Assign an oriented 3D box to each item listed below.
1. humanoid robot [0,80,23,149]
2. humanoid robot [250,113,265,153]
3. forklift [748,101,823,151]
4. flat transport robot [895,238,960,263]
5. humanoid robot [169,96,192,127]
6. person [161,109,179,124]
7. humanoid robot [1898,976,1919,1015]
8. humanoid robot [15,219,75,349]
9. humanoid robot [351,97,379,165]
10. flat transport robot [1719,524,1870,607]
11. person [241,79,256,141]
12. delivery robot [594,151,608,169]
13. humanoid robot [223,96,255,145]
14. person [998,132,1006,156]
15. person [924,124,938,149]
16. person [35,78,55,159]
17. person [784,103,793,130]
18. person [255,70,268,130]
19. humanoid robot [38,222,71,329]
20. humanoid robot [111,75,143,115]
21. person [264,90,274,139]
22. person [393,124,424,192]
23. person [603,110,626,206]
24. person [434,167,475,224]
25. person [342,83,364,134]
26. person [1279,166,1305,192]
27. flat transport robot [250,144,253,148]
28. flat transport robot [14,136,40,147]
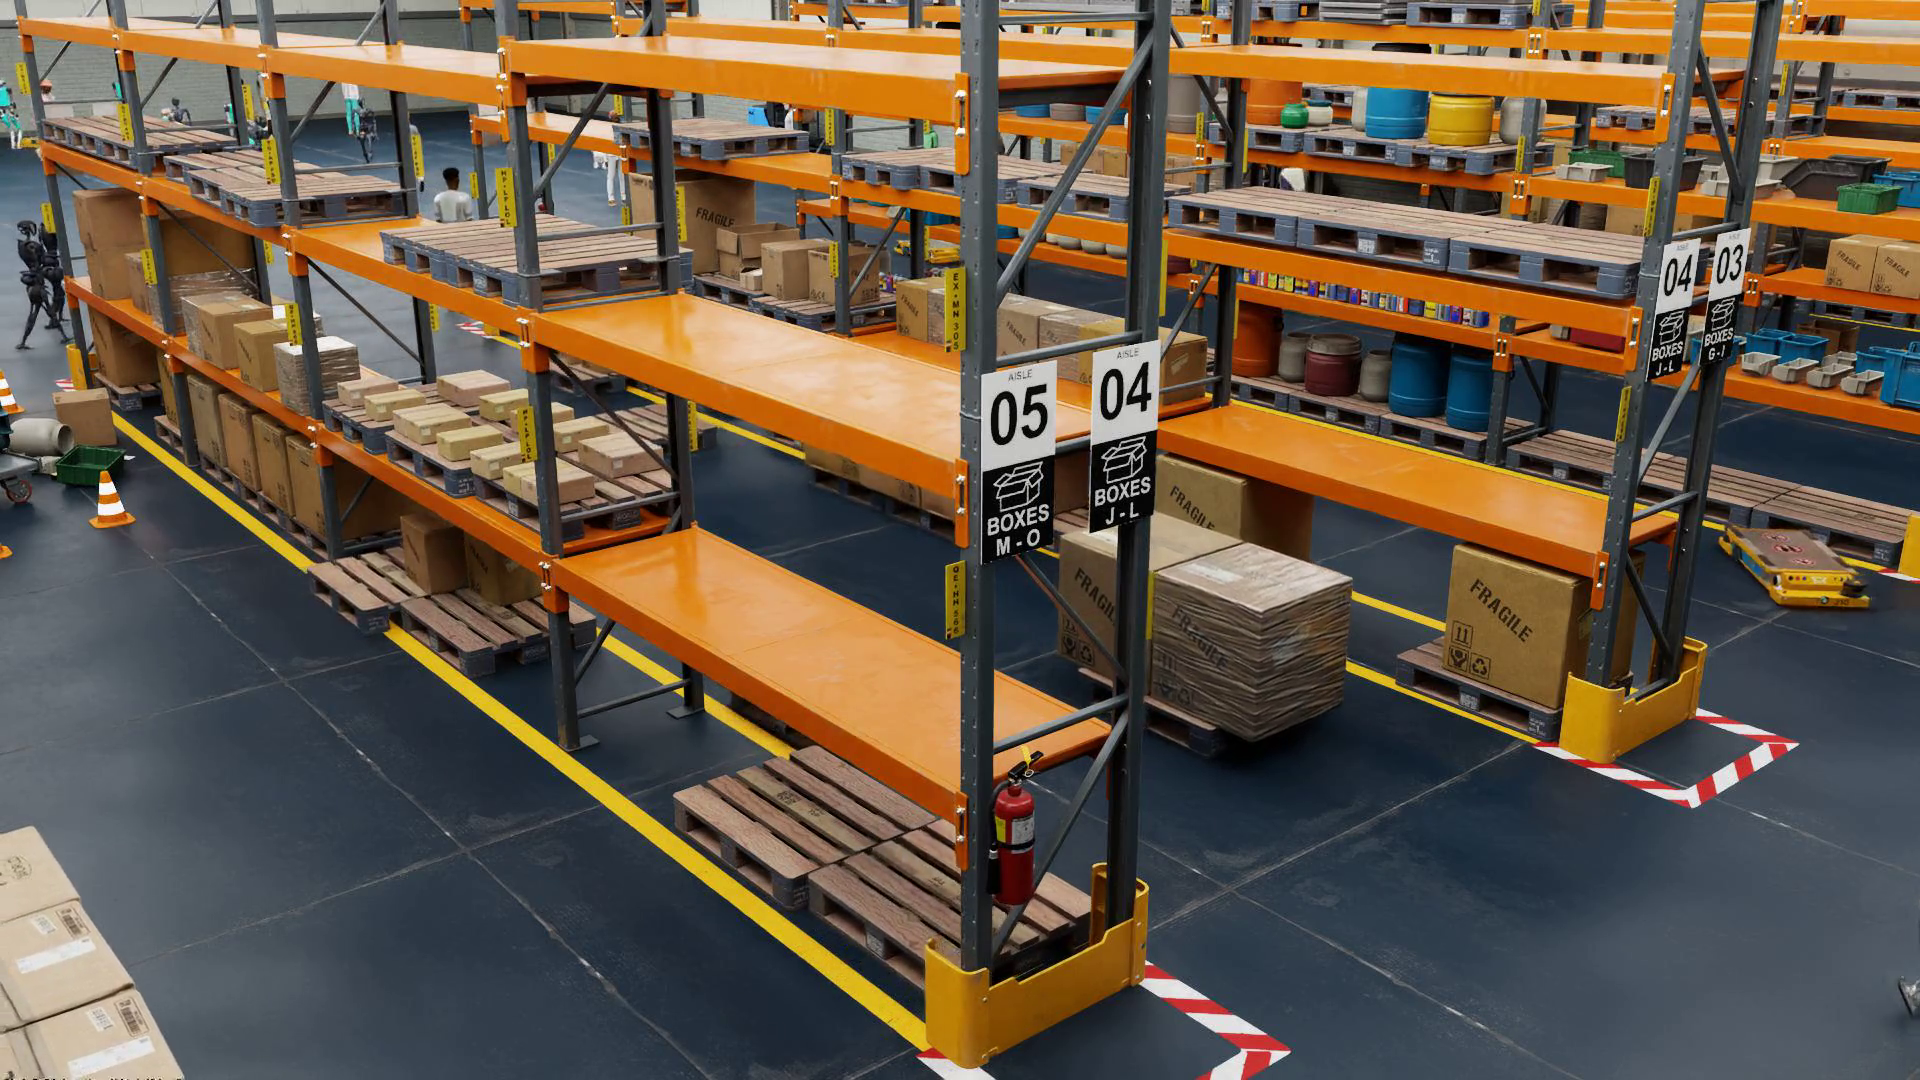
[{"bbox_3d":[-24.521,-10.943,42.921,0.550,1.822,0.709,-2,19,-5],"label":"humanoid robot"},{"bbox_3d":[-14.848,-8.164,35.093,0.671,1.643,0.612,-3,20,-8],"label":"humanoid robot"},{"bbox_3d":[-4.526,-11.368,42.374,1.129,2.768,1.873,-15,24,-37],"label":"forklift"},{"bbox_3d":[-0.471,-4.802,27.604,0.659,0.231,1.431,-10,22,-27],"label":"flat transport robot"},{"bbox_3d":[-18.218,-9.514,38.888,0.603,1.655,0.343,-16,25,-39],"label":"humanoid robot"},{"bbox_3d":[-15.864,-7.778,33.665,0.553,1.876,0.500,-2,20,-7],"label":"person"},{"bbox_3d":[4.798,1.468,7.592,0.924,1.789,0.547,7,20,18],"label":"humanoid robot"},{"bbox_3d":[-11.743,-3.257,21.147,0.786,1.623,0.591,-14,24,-34],"label":"humanoid robot"},{"bbox_3d":[-14.067,-9.648,39.344,0.613,1.637,0.765,-3,20,-9],"label":"humanoid robot"},{"bbox_3d":[6.680,0.201,13.365,0.659,0.231,1.431,2,19,5],"label":"flat transport robot"},{"bbox_3d":[-18.088,-10.739,42.129,0.797,1.842,0.418,9,21,25],"label":"person"},{"bbox_3d":[-8.352,-9.081,39.336,0.524,0.586,0.744,7,21,19],"label":"delivery robot"},{"bbox_3d":[-16.419,-9.292,38.208,1.013,1.752,0.533,13,23,32],"label":"humanoid robot"},{"bbox_3d":[0.770,-7.667,33.570,0.832,1.716,0.537,8,21,21],"label":"person"},{"bbox_3d":[-0.612,-7.547,33.211,0.478,1.736,0.317,14,24,34],"label":"person"},{"bbox_3d":[-21.913,-10.060,39.936,0.637,2.027,0.609,1,19,3],"label":"person"},{"bbox_3d":[-3.679,-8.752,36.393,0.353,1.898,0.558,-5,20,-14],"label":"person"},{"bbox_3d":[-19.941,-12.690,47.629,0.386,1.874,0.514,-3,20,-8],"label":"person"},{"bbox_3d":[-12.182,-3.674,22.288,0.609,1.634,0.440,11,22,28],"label":"humanoid robot"},{"bbox_3d":[-22.449,-11.689,44.977,0.557,1.734,1.009,3,20,9],"label":"humanoid robot"},{"bbox_3d":[-18.620,-11.637,44.913,0.322,1.690,0.532,-5,20,-13],"label":"person"},{"bbox_3d":[-11.538,-8.119,34.823,0.530,1.741,0.603,-13,23,-33],"label":"person"},{"bbox_3d":[-6.861,-7.627,33.229,0.571,1.877,0.350,-13,23,-32],"label":"person"},{"bbox_3d":[-7.195,-4.328,23.720,0.609,1.948,0.689,8,21,20],"label":"person"},{"bbox_3d":[-17.049,-12.353,46.631,0.499,1.914,0.386,6,20,17],"label":"person"},{"bbox_3d":[5.353,-5.431,27.121,0.948,1.768,0.566,15,24,37],"label":"person"},{"bbox_3d":[-17.827,-9.916,42.156,1.431,0.231,0.659,2,19,6],"label":"flat transport robot"},{"bbox_3d":[-24.147,-10.527,43.897,0.659,0.231,1.431,5,20,14],"label":"flat transport robot"}]
